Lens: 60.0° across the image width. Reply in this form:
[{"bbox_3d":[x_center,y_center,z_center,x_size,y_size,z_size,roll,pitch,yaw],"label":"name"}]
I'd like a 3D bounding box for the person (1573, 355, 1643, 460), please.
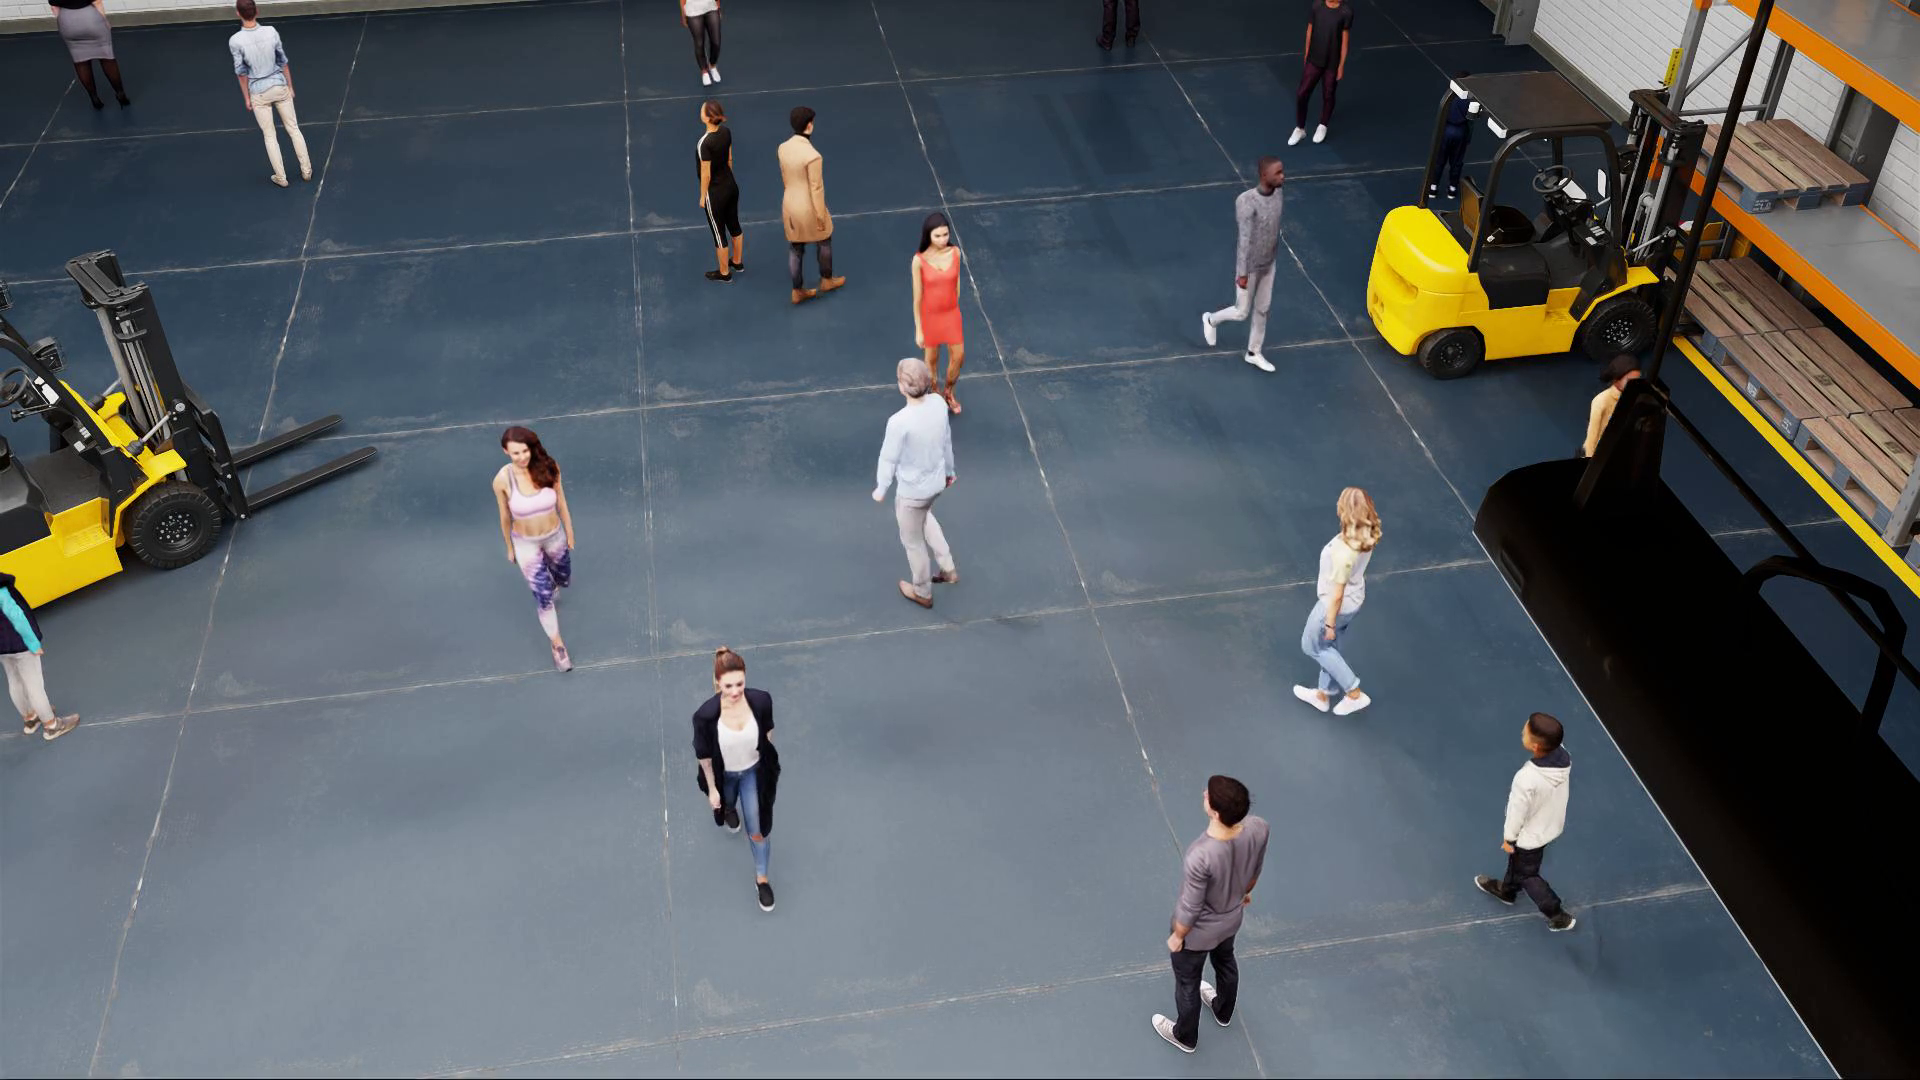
[{"bbox_3d":[4.313,-0.587,11.469,0.897,1.616,1.165,-23,44,-26],"label":"person"}]

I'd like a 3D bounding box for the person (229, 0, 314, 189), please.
[{"bbox_3d":[-6.620,-4.297,15.928,0.728,1.848,0.702,-23,44,-26],"label":"person"}]

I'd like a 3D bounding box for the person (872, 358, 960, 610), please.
[{"bbox_3d":[-0.187,-0.316,10.921,0.901,1.876,0.848,27,46,30],"label":"person"}]

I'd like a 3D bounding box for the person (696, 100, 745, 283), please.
[{"bbox_3d":[-2.098,-3.060,14.523,0.735,1.667,0.658,19,42,22],"label":"person"}]

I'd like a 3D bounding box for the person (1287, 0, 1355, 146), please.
[{"bbox_3d":[3.707,-4.874,16.717,0.814,1.764,0.882,16,41,19],"label":"person"}]

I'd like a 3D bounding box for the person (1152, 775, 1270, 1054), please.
[{"bbox_3d":[1.243,1.847,8.230,0.750,1.853,0.705,-24,45,-27],"label":"person"}]

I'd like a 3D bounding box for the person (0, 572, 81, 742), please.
[{"bbox_3d":[-5.783,0.590,10.088,0.686,1.500,0.729,16,41,19],"label":"person"}]

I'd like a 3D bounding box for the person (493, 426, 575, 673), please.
[{"bbox_3d":[-2.710,-0.024,10.654,0.796,1.752,1.113,-18,42,-21],"label":"person"}]

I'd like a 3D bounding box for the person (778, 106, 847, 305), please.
[{"bbox_3d":[-1.399,-2.800,14.182,0.950,1.688,1.008,29,47,31],"label":"person"}]

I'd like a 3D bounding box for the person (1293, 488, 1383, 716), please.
[{"bbox_3d":[2.390,0.435,10.113,0.899,1.710,0.837,24,44,27],"label":"person"}]

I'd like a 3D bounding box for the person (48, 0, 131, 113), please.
[{"bbox_3d":[-9.115,-5.335,17.298,0.662,1.760,0.612,-8,39,-10],"label":"person"}]

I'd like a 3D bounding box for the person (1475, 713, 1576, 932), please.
[{"bbox_3d":[3.160,1.564,8.932,0.854,1.420,0.961,-31,48,-33],"label":"person"}]

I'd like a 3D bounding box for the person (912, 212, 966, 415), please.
[{"bbox_3d":[-0.205,-1.764,12.871,0.665,1.704,0.670,-15,41,-18],"label":"person"}]

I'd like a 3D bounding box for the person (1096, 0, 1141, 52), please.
[{"bbox_3d":[1.814,-6.456,18.578,0.696,1.915,0.601,-9,39,-11],"label":"person"}]

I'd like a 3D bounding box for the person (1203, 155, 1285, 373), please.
[{"bbox_3d":[2.317,-2.246,13.380,0.964,1.823,1.086,-29,47,-31],"label":"person"}]

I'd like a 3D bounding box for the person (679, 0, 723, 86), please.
[{"bbox_3d":[-2.793,-5.710,17.868,0.623,1.635,0.600,-11,40,-13],"label":"person"}]

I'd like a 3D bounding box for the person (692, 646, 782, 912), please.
[{"bbox_3d":[-1.252,1.216,9.182,0.679,1.652,1.097,-10,40,-12],"label":"person"}]

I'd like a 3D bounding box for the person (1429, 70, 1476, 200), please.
[{"bbox_3d":[4.707,-3.867,15.865,0.550,1.255,0.549,5,39,6],"label":"person"}]
